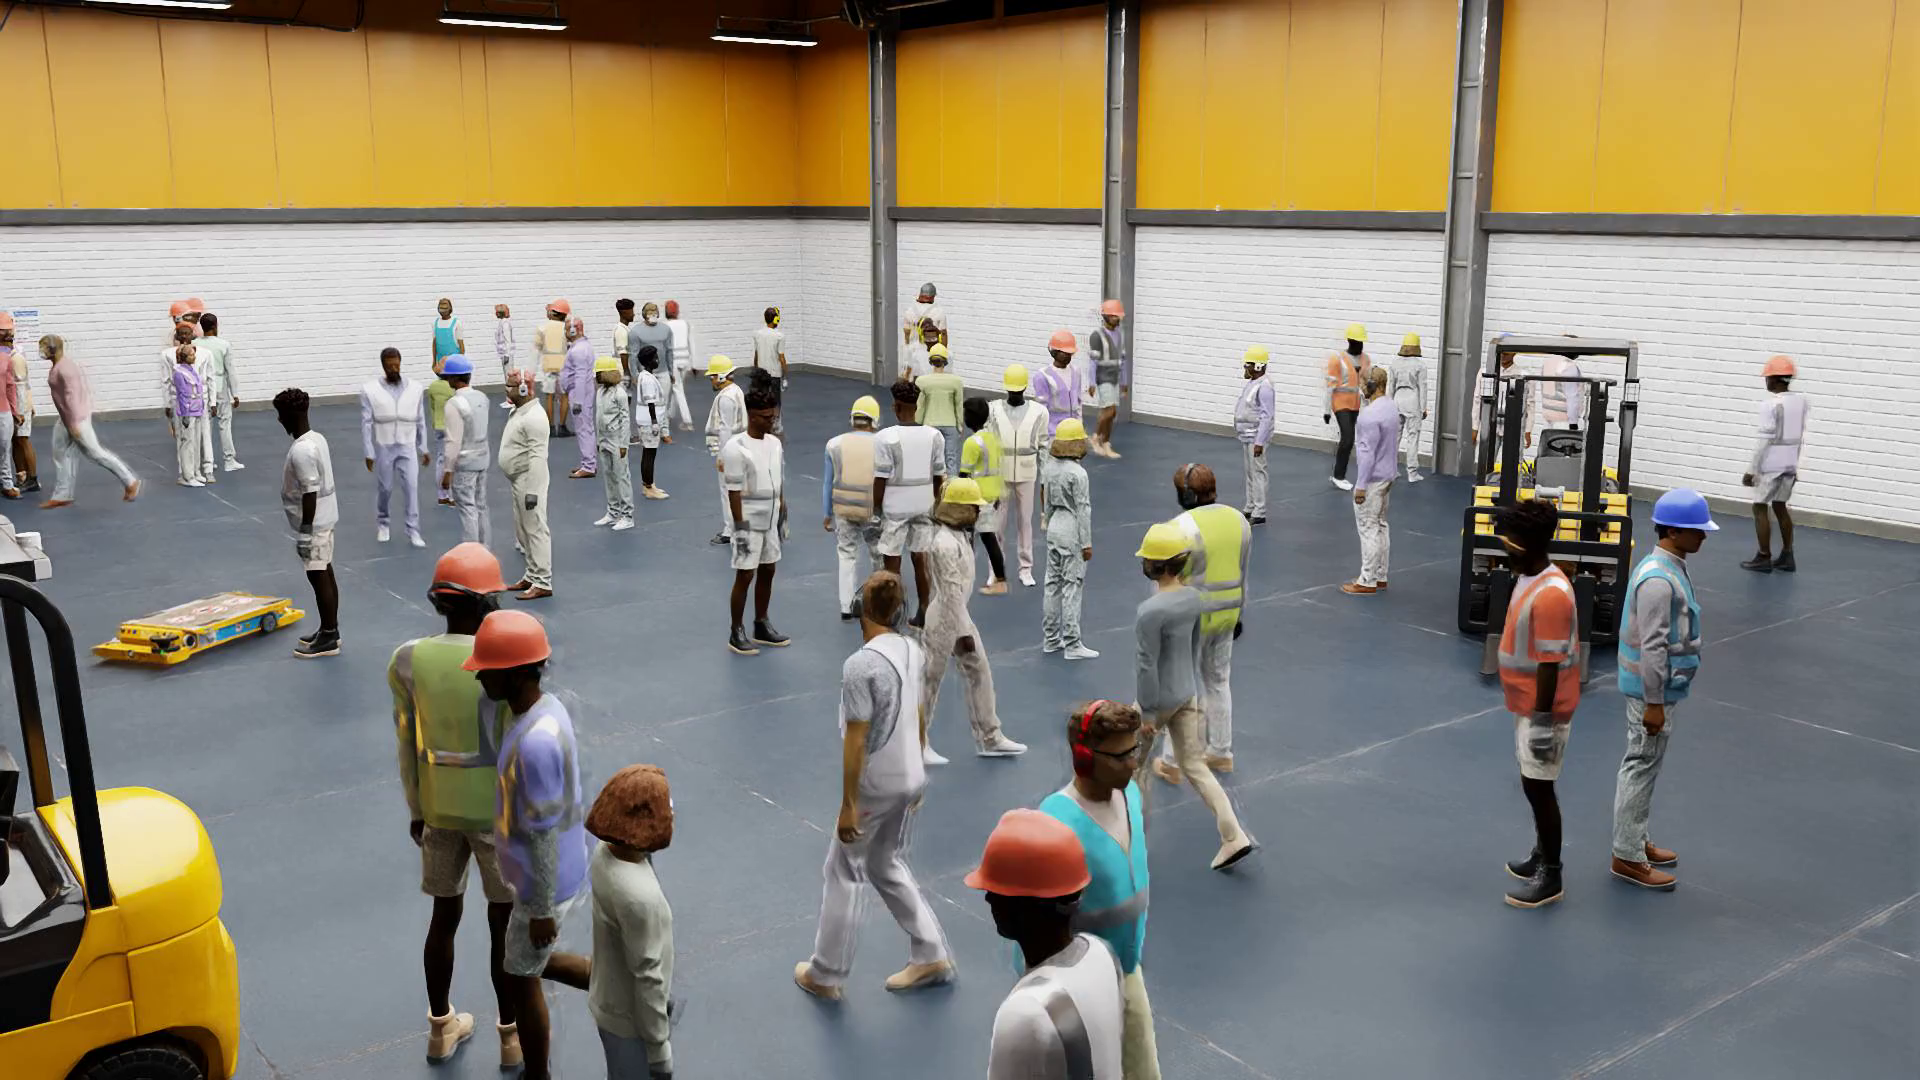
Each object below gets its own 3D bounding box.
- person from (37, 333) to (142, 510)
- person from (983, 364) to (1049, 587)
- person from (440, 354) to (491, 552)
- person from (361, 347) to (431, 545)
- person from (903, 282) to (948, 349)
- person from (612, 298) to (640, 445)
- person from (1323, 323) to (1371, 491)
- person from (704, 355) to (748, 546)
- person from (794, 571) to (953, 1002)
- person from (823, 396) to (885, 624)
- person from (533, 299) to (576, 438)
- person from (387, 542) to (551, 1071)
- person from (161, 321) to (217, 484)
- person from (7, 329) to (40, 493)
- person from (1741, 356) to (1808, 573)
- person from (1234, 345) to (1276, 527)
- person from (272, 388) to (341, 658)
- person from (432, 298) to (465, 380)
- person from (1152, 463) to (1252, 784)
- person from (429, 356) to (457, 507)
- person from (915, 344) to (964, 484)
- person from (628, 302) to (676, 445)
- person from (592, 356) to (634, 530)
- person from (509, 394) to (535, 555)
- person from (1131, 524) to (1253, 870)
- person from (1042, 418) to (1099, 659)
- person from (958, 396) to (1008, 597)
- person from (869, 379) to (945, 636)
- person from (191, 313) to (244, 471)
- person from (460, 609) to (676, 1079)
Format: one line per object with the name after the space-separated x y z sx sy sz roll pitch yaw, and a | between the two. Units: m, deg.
-9.407 -1.290 17.861 0.992 1.895 0.663 -9 15 -38 | person
0.466 -0.547 14.180 0.585 1.916 0.389 0 12 -2 | person
-4.366 -0.675 14.723 0.389 1.947 0.610 2 12 10 | person
-5.409 -0.894 15.950 0.612 1.940 0.516 -7 14 -31 | person
-0.474 -2.847 24.986 0.688 2.000 0.536 5 13 23 | person
-4.491 -2.270 22.375 0.361 1.964 0.616 -3 12 -13 | person
4.426 -1.508 18.850 0.602 1.904 0.593 -8 14 -35 | person
-2.232 -0.860 15.932 0.403 1.820 0.598 0 12 -1 | person
-0.352 1.029 6.916 0.624 1.792 0.586 5 13 24 | person
-0.746 -0.268 13.203 0.636 1.767 0.801 2 12 9 | person
-5.586 -2.369 23.003 0.639 1.916 0.438 1 12 4 | person
-1.852 1.015 6.376 0.604 2.032 0.416 3 12 13 | person
-8.928 -1.590 19.294 0.574 1.884 0.356 -4 13 -21 | person
-10.669 -1.491 18.732 0.389 1.924 0.549 -11 16 -43 | person
7.210 -0.656 14.743 0.570 1.921 0.479 -6 13 -28 | person
2.970 -1.051 16.815 0.403 1.834 0.589 -1 12 -3 | person
-4.717 -0.127 12.052 0.391 1.957 0.608 -2 12 -11 | person
-7.529 -2.640 24.494 0.508 1.838 0.337 3 12 15 | person
1.378 0.470 9.478 0.678 1.832 0.432 -8 14 -34 | person
-5.478 -1.162 17.861 0.502 1.625 0.294 8 14 32 | person
-0.225 -1.205 17.726 0.530 1.765 0.326 -1 12 -7 | person
-4.104 -2.216 22.222 0.641 1.927 0.386 -8 14 -35 | person
-3.495 -0.975 16.663 0.324 1.743 0.490 -11 16 -43 | person
-4.057 -0.683 15.507 0.307 1.640 0.512 -5 13 -21 | person
1.072 0.778 8.227 0.840 1.737 0.531 10 15 40 | person
0.789 -0.013 12.018 0.292 1.745 0.487 -8 14 -33 | person
0.061 -0.358 13.858 0.791 1.660 0.538 4 12 16 | person
-0.402 -0.236 12.592 0.621 1.951 0.379 -8 14 -33 | person
-9.051 -1.783 20.147 0.597 1.915 0.369 0 12 1 | person
-1.420 1.164 5.937 0.678 1.913 0.546 -3 12 -16 | person
